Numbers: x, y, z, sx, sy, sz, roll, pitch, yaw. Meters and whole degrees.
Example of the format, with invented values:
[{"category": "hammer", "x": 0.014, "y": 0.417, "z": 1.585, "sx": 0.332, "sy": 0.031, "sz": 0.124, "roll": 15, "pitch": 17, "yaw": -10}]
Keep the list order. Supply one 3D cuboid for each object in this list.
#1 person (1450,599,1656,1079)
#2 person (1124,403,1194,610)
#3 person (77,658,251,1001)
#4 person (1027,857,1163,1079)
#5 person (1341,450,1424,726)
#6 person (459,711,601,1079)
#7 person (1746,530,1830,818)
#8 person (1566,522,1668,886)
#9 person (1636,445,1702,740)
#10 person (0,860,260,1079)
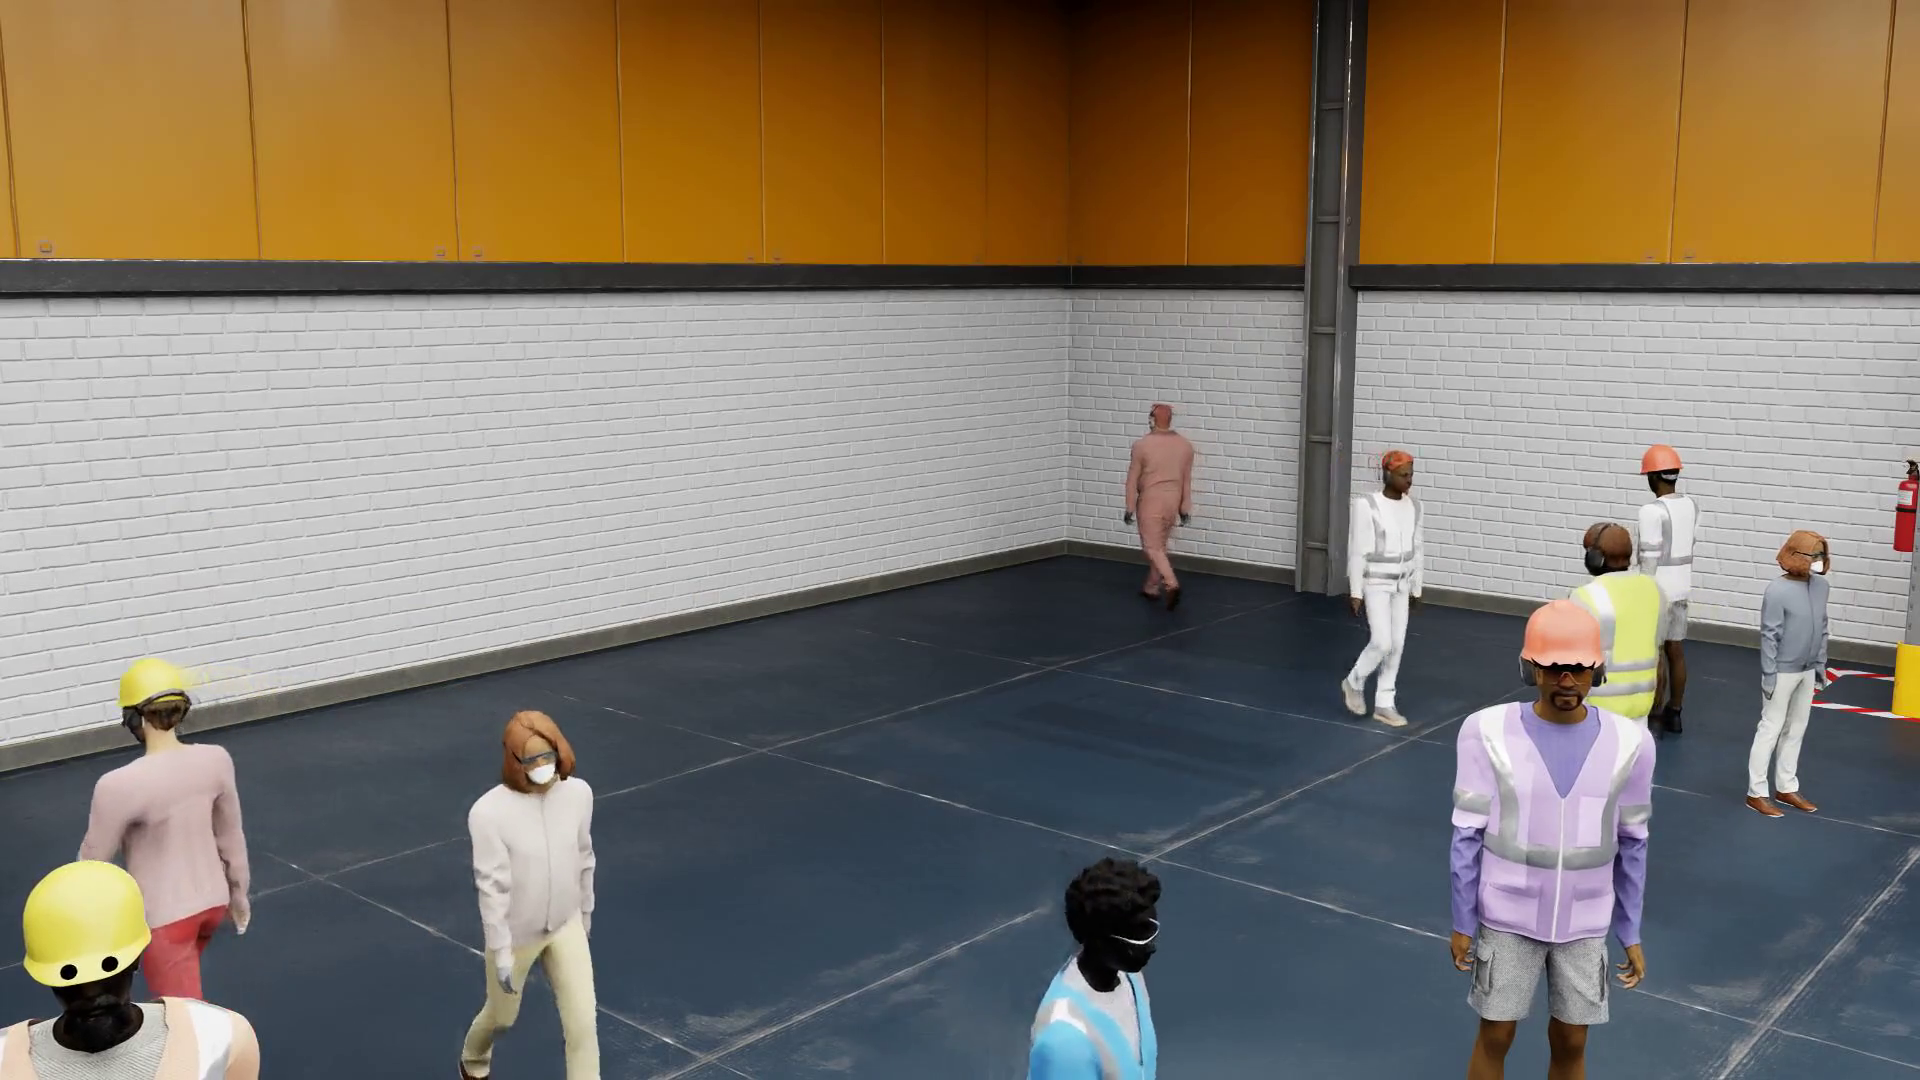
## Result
[{"category": "person", "x": 1.853, "y": 1.189, "z": 5.241, "sx": 0.605, "sy": 2.045, "sz": 0.377, "roll": 1, "pitch": 9, "yaw": 7}, {"category": "person", "x": 1.840, "y": -0.315, "z": 15.239, "sx": 0.651, "sy": 1.879, "sz": 0.876, "roll": -4, "pitch": 10, "yaw": -26}, {"category": "person", "x": -2.765, "y": 1.271, "z": 5.700, "sx": 0.726, "sy": 1.735, "sz": 0.539, "roll": 3, "pitch": 10, "yaw": 18}, {"category": "person", "x": 0.321, "y": 1.561, "z": 4.035, "sx": 0.372, "sy": 1.677, "sz": 0.552, "roll": 4, "pitch": 10, "yaw": 25}, {"category": "person", "x": 2.874, "y": 0.327, "z": 11.189, "sx": 0.608, "sy": 1.868, "sz": 0.441, "roll": -5, "pitch": 10, "yaw": -27}, {"category": "person", "x": -1.501, "y": 1.334, "z": 5.766, "sx": 0.490, "sy": 1.587, "sz": 0.859, "roll": -8, "pitch": 12, "yaw": -43}, {"category": "person", "x": 4.675, "y": 0.744, "z": 9.349, "sx": 0.494, "sy": 1.624, "sz": 0.279, "roll": -5, "pitch": 10, "yaw": -28}, {"category": "person", "x": 3.180, "y": 0.820, "z": 8.261, "sx": 0.640, "sy": 1.827, "sz": 0.544, "roll": -3, "pitch": 10, "yaw": -20}, {"category": "person", "x": 4.580, "y": 0.342, "z": 10.919, "sx": 0.547, "sy": 1.928, "sz": 0.385, "roll": -6, "pitch": 11, "yaw": -34}, {"category": "person", "x": -1.660, "y": 1.557, "z": 3.292, "sx": 0.585, "sy": 1.928, "sz": 0.370, "roll": -5, "pitch": 11, "yaw": -31}]
